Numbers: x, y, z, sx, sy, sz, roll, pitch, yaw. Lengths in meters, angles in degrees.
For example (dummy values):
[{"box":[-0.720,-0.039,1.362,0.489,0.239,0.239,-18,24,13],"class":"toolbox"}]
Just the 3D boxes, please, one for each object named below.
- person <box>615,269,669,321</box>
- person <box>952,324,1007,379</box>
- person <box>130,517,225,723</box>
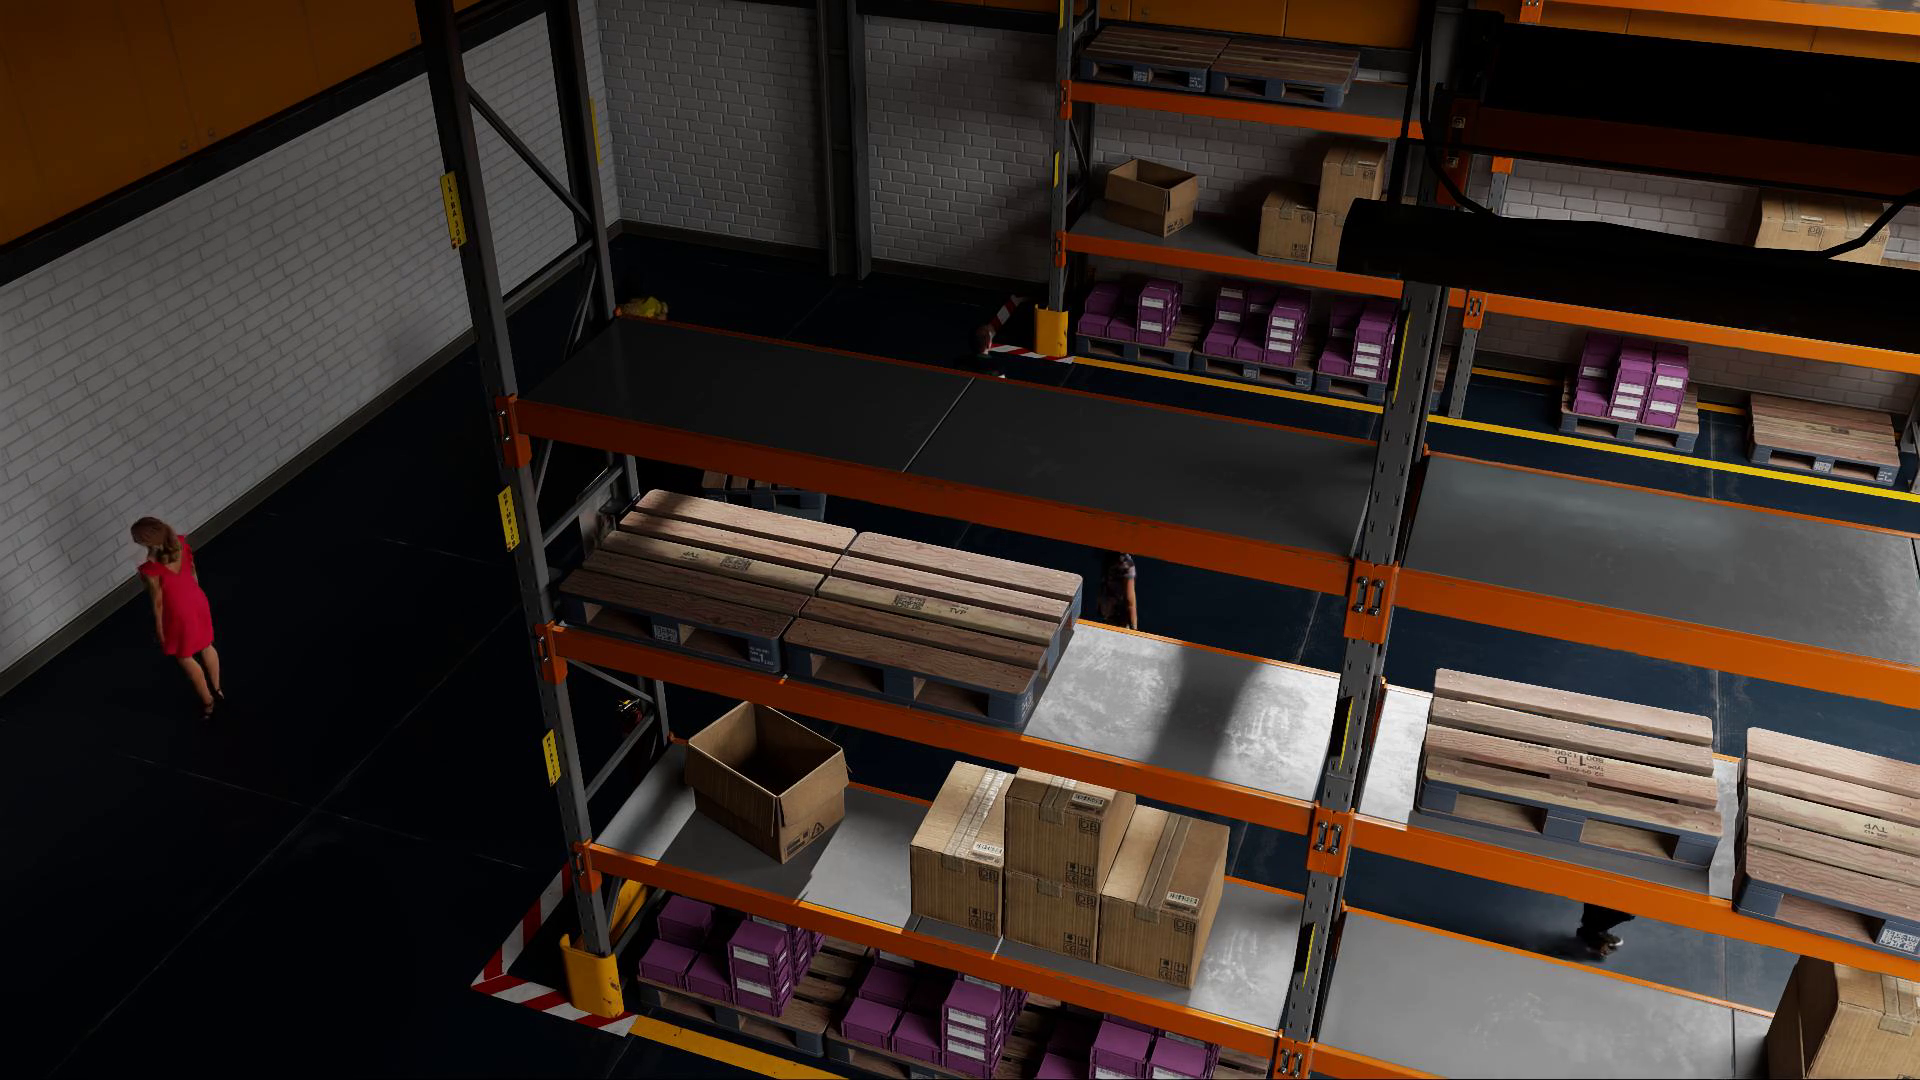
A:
[{"box":[-2.872,-1.621,15.052,1.204,1.622,1.076,2,34,3],"class":"person"},{"box":[0.184,-0.975,13.880,0.553,1.842,0.726,16,37,22],"class":"person"},{"box":[-5.483,0.509,11.771,0.569,1.706,0.607,23,40,30],"class":"person"}]
